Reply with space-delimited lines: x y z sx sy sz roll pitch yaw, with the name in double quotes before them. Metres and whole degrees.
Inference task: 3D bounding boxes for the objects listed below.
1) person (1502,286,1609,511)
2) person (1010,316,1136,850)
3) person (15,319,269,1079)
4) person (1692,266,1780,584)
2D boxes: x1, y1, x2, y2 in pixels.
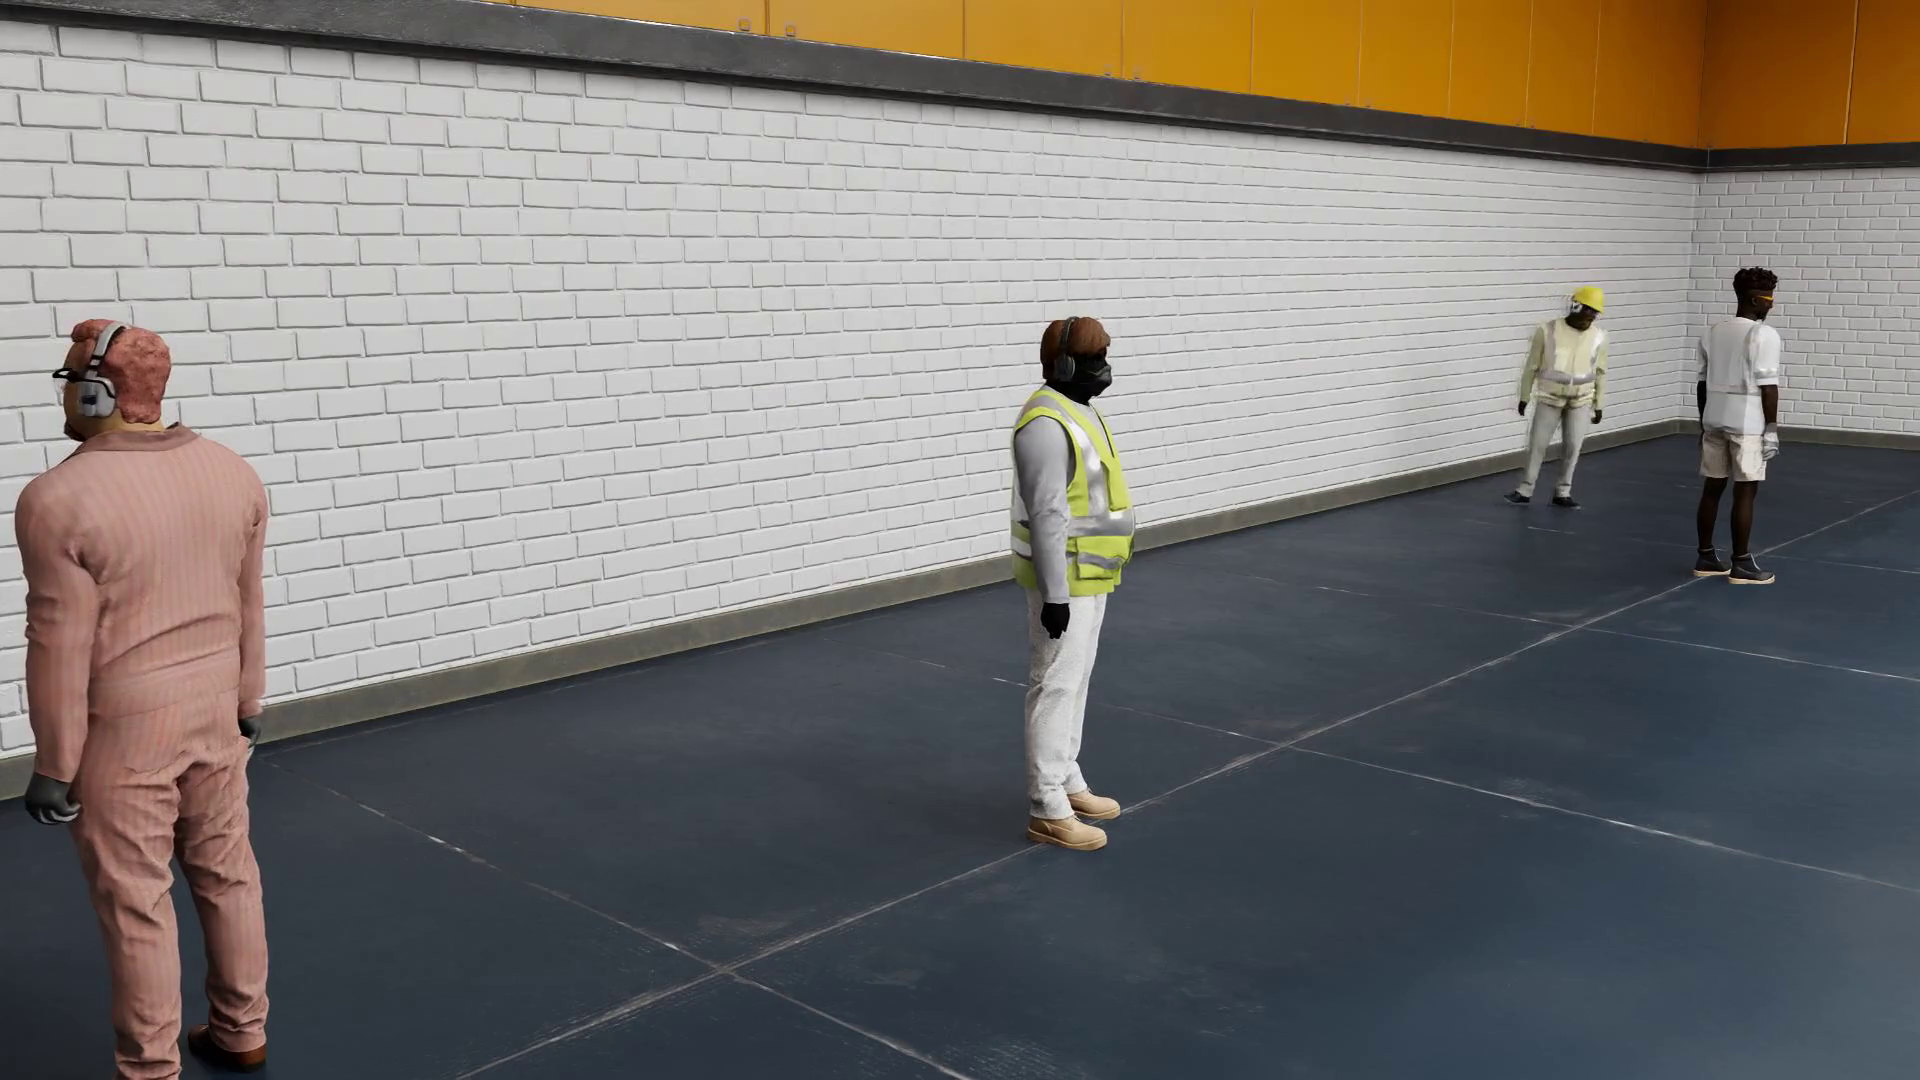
"person" 4.735 -1.113 13.157 0.716 1.782 0.450 2 10 9
"person" 0.396 0.141 5.843 0.429 1.842 0.633 3 10 15
"person" -1.948 0.434 3.979 0.409 1.913 0.651 4 11 22
"person" 4.843 -0.710 10.350 0.372 1.961 0.601 -4 11 -20
